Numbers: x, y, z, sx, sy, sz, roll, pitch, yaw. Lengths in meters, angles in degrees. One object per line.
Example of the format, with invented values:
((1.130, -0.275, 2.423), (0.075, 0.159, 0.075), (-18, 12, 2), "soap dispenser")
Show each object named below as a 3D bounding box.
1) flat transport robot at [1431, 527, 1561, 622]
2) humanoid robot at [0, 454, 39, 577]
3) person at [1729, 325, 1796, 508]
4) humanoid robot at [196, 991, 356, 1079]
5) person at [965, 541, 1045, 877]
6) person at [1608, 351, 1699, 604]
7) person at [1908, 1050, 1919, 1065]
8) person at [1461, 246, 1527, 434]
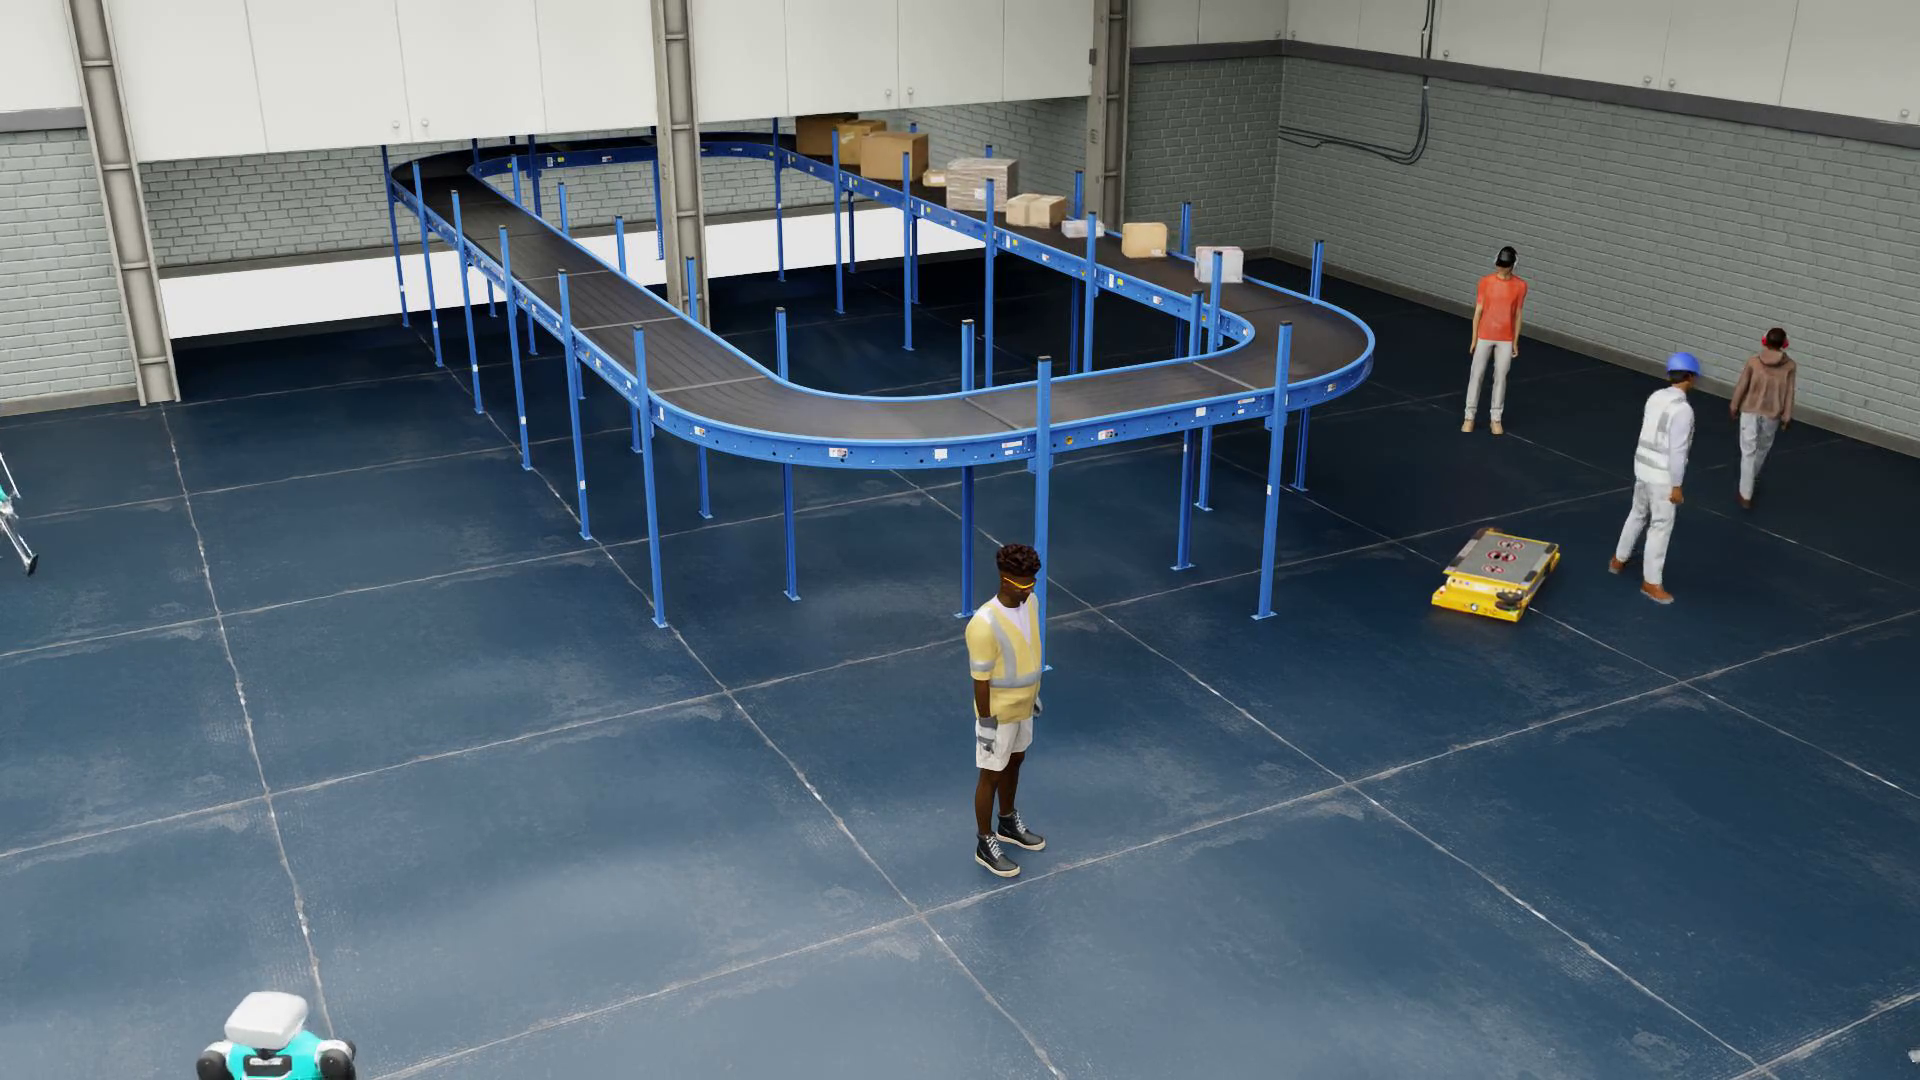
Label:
((4.287, 0.260, 13.232), (0.659, 0.231, 1.431), (13, 25, 29), "flat transport robot")
((-7.753, -0.566, 13.330), (0.965, 1.766, 0.549), (9, 24, 22), "humanoid robot")
((7.164, -1.153, 14.920), (0.491, 1.603, 0.839), (6, 23, 15), "person")
((-2.374, 2.494, 5.742), (0.572, 1.772, 0.780), (0, 22, -1), "humanoid robot")
((0.274, 0.926, 9.338), (0.368, 1.958, 0.601), (13, 25, 29), "person")
((5.476, -0.512, 12.973), (0.435, 1.907, 0.899), (0, 22, -1), "person")
((4.768, 1.800, 7.409), (0.532, 1.784, 0.767), (3, 22, 7), "person")
((5.352, -1.989, 16.611), (0.476, 1.907, 0.412), (5, 23, 12), "person")
